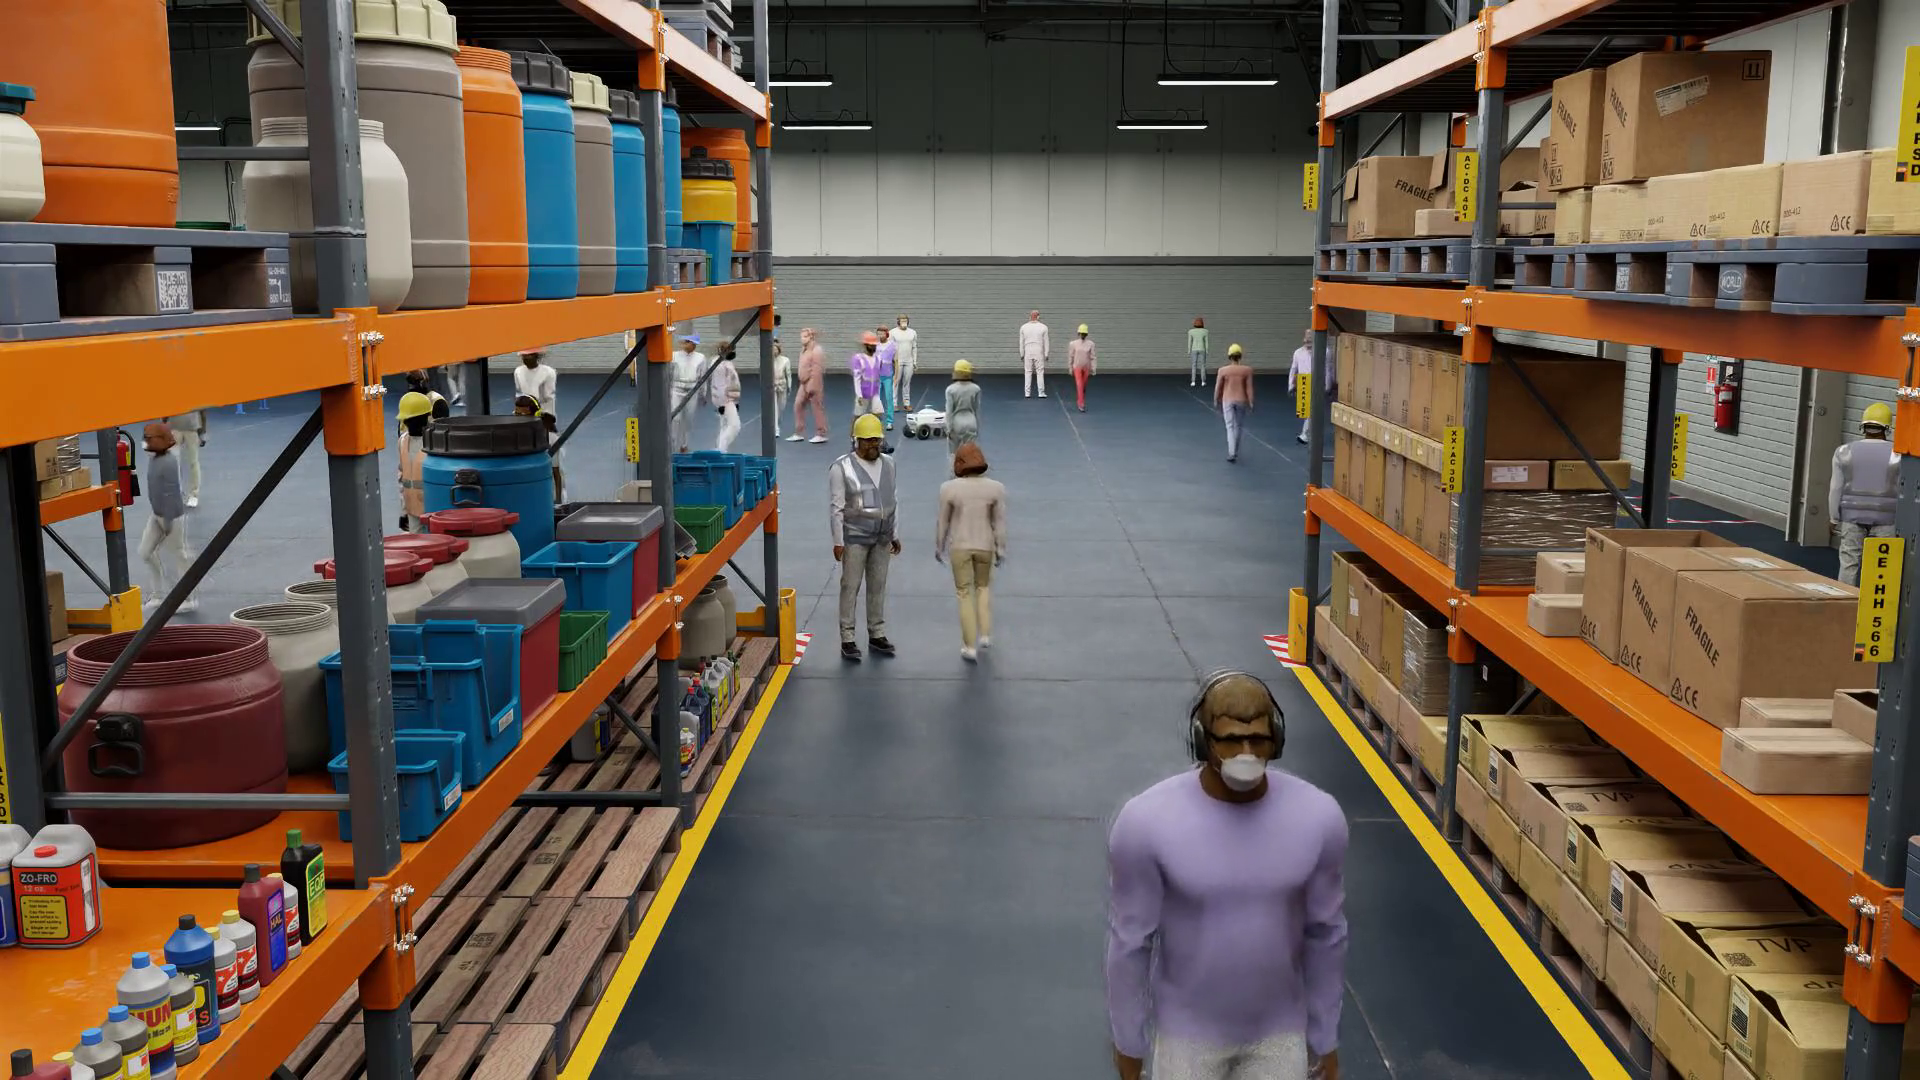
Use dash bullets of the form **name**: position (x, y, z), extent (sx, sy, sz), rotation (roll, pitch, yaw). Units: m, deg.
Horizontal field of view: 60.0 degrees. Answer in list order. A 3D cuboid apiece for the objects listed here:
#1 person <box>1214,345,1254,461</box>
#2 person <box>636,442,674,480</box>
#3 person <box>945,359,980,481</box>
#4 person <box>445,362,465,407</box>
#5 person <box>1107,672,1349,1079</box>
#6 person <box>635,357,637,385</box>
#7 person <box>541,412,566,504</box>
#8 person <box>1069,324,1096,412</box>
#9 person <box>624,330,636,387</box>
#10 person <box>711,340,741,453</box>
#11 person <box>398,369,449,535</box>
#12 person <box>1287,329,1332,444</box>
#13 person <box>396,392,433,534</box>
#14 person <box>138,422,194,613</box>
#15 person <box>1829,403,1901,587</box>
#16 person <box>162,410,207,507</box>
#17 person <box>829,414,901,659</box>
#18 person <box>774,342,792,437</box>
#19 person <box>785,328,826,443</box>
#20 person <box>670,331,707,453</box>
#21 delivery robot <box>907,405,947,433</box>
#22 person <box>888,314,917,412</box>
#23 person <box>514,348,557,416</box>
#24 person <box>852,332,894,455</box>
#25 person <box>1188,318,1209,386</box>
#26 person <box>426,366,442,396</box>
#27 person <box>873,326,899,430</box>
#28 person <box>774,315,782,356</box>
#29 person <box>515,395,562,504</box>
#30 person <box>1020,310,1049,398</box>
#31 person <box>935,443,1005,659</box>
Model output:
- **person**: position (4.099, -2.063, 24.953), extent (0.565, 1.718, 0.904), rotation (-1, 9, -3)
- **person**: position (-2.690, -0.346, 14.414), extent (0.520, 1.818, 0.869), rotation (9, 13, 42)
- **person**: position (0.013, -1.442, 21.234), extent (0.489, 1.720, 0.659), rotation (-3, 10, -16)
- **person**: position (-10.336, -3.685, 34.150), extent (0.592, 1.901, 0.415), rotation (-7, 12, -38)
- **person**: position (0.689, 1.264, 4.408), extent (0.625, 1.927, 0.543), rotation (-1, 10, -8)
- **person**: position (-4.722, -2.276, 25.587), extent (0.553, 1.935, 0.364), rotation (6, 11, 33)
- **person**: position (-3.639, -0.284, 14.418), extent (0.680, 1.679, 0.533), rotation (6, 11, 31)
- **person**: position (2.437, -3.454, 33.283), extent (0.524, 1.735, 0.843), rotation (-1, 10, -7)
- **person**: position (-7.743, -4.644, 39.770), extent (0.551, 1.934, 0.373), rotation (-2, 10, -12)
- **person**: position (-3.411, -2.014, 24.396), extent (0.453, 1.816, 0.627), rotation (0, 9, -1)
- **person**: position (-5.726, -0.909, 17.688), extent (0.636, 1.842, 0.429), rotation (5, 10, 25)
- **person**: position (5.649, -2.490, 27.098), extent (0.665, 1.853, 0.987), rotation (7, 12, 38)
- **person**: position (-4.321, -0.239, 13.451), extent (0.588, 1.916, 0.392), rotation (5, 11, 29)
- **person**: position (-6.747, -0.176, 13.938), extent (0.556, 1.613, 0.523), rotation (-9, 13, -43)
- **person**: position (7.313, -0.185, 13.375), extent (0.587, 1.834, 0.403), rotation (6, 11, 34)
- **person**: position (-9.314, -1.280, 19.892), extent (0.564, 1.841, 0.797), rotation (-2, 10, -10)
- **person**: position (-0.694, -0.038, 12.493), extent (0.600, 1.830, 0.403), rotation (-7, 12, -36)
- **person**: position (-3.152, -2.593, 28.455), extent (0.507, 1.609, 0.736), rotation (-3, 10, -17)
- **person**: position (-2.539, -2.514, 27.170), extent (0.787, 1.876, 0.674), rotation (-5, 11, -28)
- **person**: position (-4.194, -2.237, 25.442), extent (0.647, 1.909, 0.469), rotation (-4, 10, -24)
- **delivery robot**: position (-0.544, -2.038, 28.143), extent (0.707, 0.478, 0.477), rotation (-7, 12, -34)
- **person**: position (-1.141, -3.520, 33.035), extent (0.633, 1.938, 0.356), rotation (-5, 11, -26)
- **person**: position (-5.311, -1.522, 20.808), extent (0.608, 2.021, 0.495), rotation (3, 10, 17)
- **person**: position (-1.386, -2.234, 25.510), extent (0.551, 1.884, 1.006), rotation (-6, 11, -30)
- **person**: position (5.722, -4.517, 39.917), extent (0.498, 1.634, 0.284), rotation (2, 10, 10)
- **person**: position (-10.947, -3.776, 34.404), extent (0.394, 1.993, 0.621), rotation (1, 10, 7)
- **person**: position (-1.351, -2.874, 29.452), extent (0.563, 1.842, 0.390), rotation (3, 10, 19)
- **person**: position (-4.646, -4.791, 41.468), extent (0.515, 1.653, 0.559), rotation (-1, 10, -5)
- **person**: position (-3.559, -0.276, 13.834), extent (0.520, 1.864, 0.333), rotation (0, 9, -1)
- **person**: position (1.637, -4.064, 36.397), extent (0.645, 1.905, 0.400), rotation (3, 10, 15)
- **person**: position (0.064, 0.068, 12.524), extent (0.495, 1.613, 0.547), rotation (-3, 10, -15)
